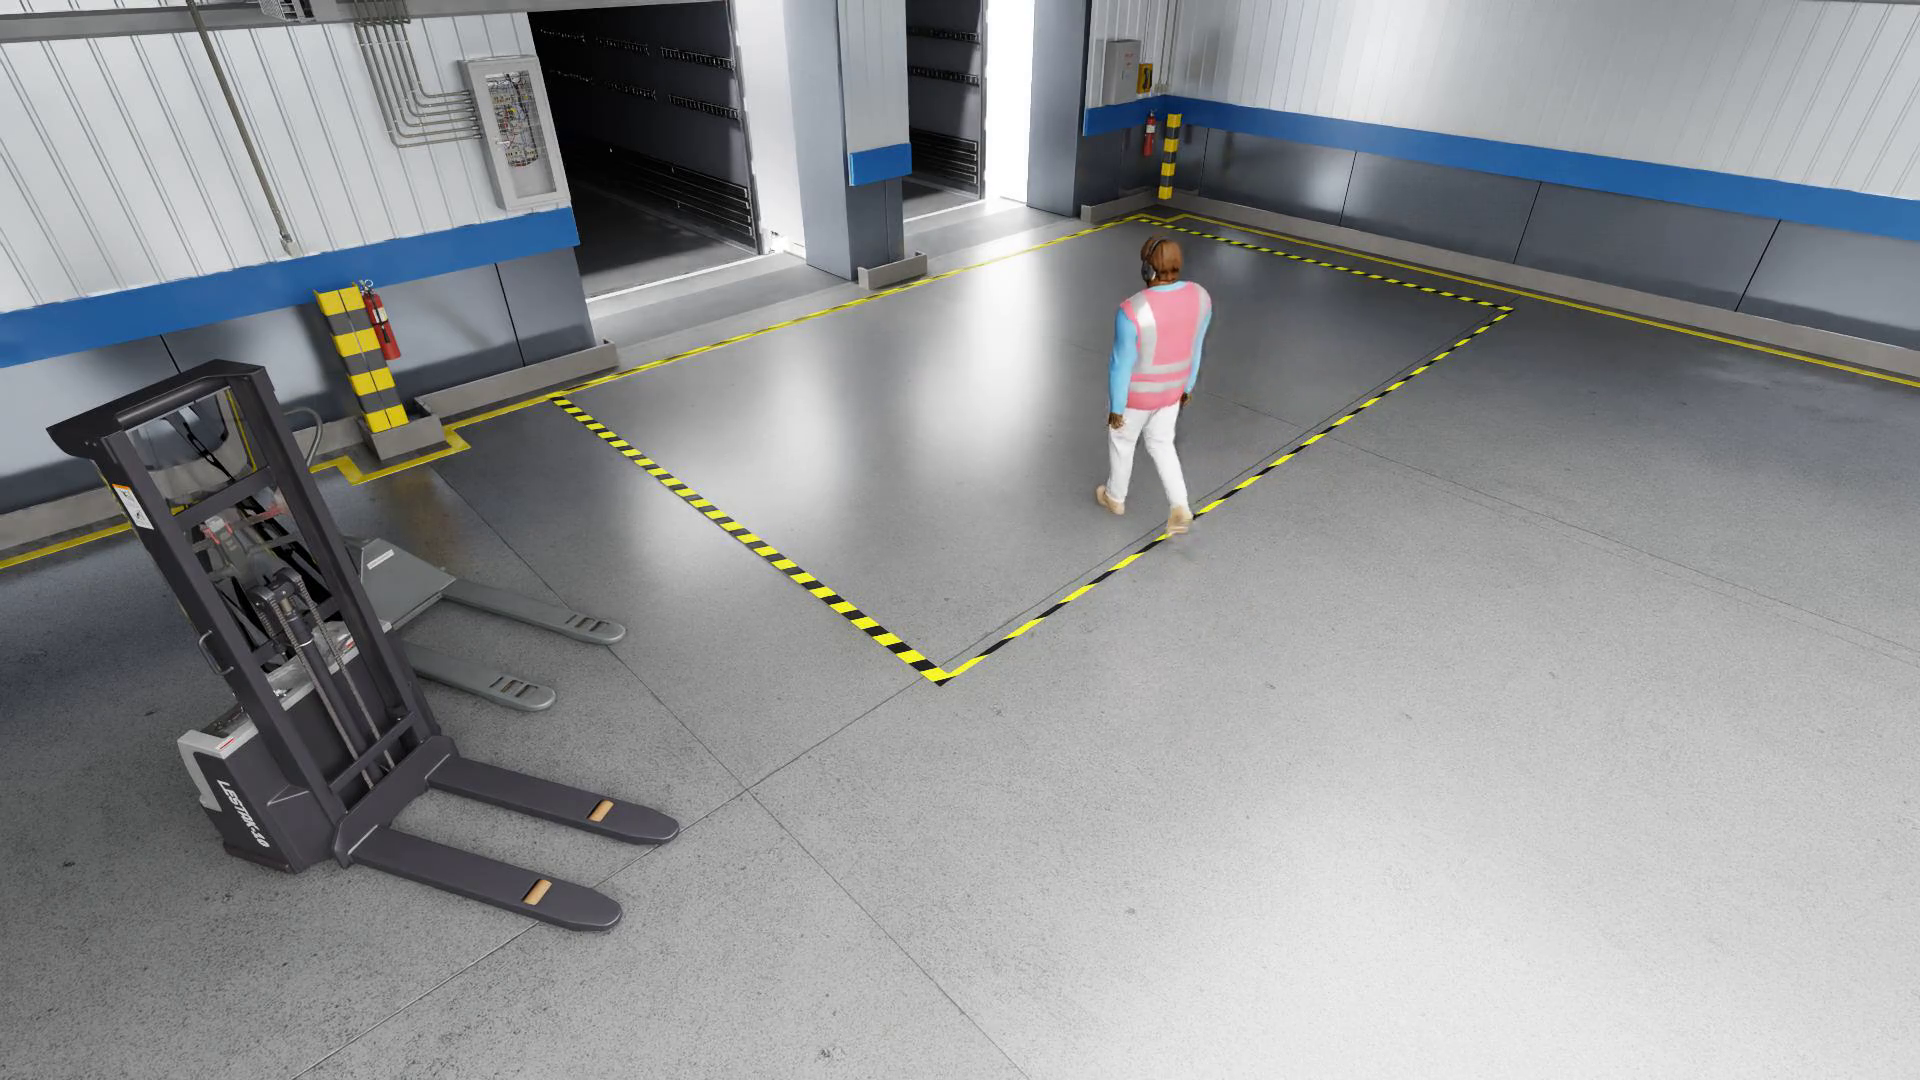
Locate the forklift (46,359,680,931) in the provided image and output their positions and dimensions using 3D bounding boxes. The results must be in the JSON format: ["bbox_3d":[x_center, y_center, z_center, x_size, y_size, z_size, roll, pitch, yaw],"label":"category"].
[{"bbox_3d":[-2.135,0.422,3.354,1.885,1.965,0.823,10,35,14],"label":"forklift"}]

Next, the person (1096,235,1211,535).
[{"bbox_3d":[1.139,-0.857,5.397,0.628,1.812,0.821,-13,36,-19],"label":"person"}]

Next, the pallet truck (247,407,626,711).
[{"bbox_3d":[-2.628,0.038,4.590,1.601,1.201,0.680,12,36,18],"label":"pallet truck"}]
